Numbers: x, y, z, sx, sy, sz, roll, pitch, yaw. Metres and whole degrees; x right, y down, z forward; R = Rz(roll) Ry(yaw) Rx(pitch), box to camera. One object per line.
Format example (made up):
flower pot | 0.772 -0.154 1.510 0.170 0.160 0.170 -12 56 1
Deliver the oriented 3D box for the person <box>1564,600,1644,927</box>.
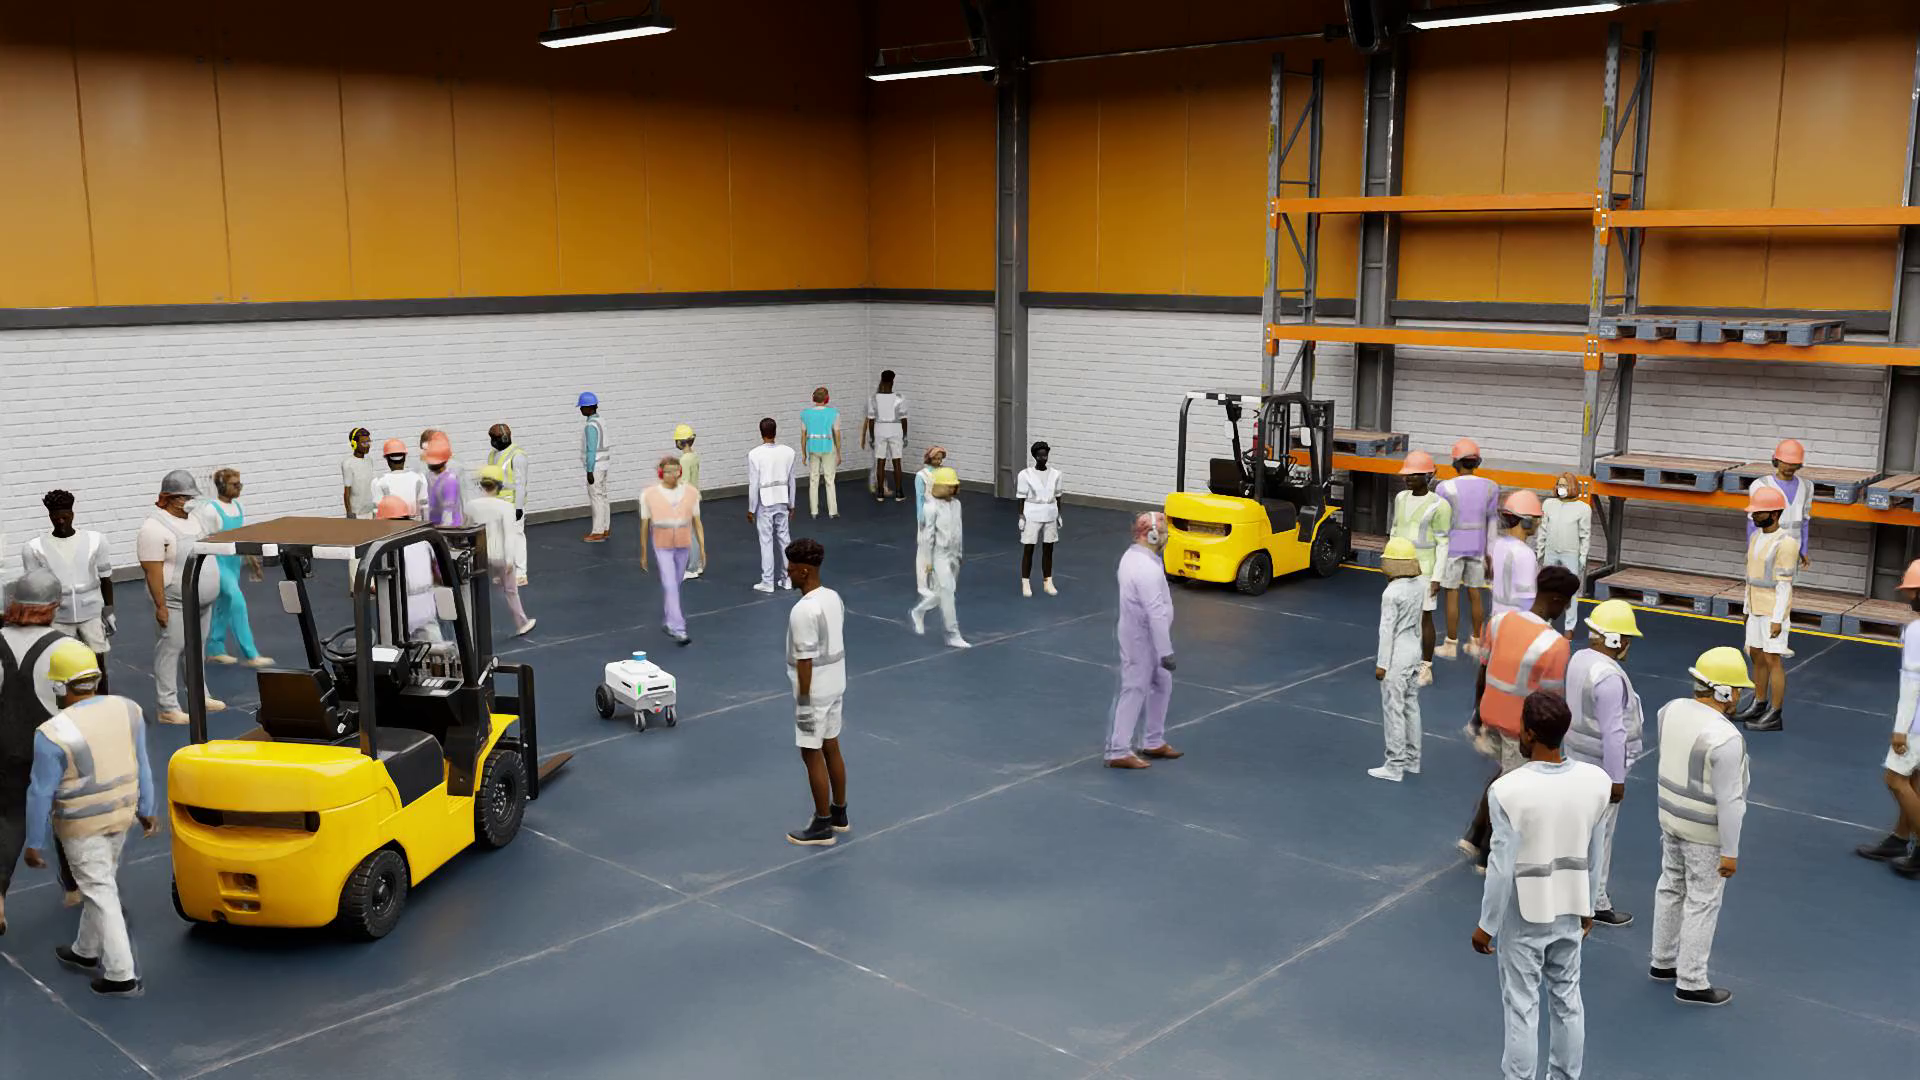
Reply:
person | 3.598 1.234 9.322 0.404 1.828 0.587 0 10 0

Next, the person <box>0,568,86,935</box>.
person | -5.148 1.144 9.232 0.685 2.000 0.886 -1 10 -8

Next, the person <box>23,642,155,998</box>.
person | -4.477 1.406 8.418 0.800 1.800 0.627 3 11 19

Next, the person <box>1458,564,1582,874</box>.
person | 3.368 1.077 9.936 0.520 1.925 0.672 -4 11 -20

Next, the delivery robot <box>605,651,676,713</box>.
delivery robot | -2.548 1.133 13.253 0.477 0.478 0.707 -7 12 -34

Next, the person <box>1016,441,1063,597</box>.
person | 0.870 -0.231 18.035 0.541 1.696 0.315 -4 11 -20

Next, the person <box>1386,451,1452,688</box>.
person | 3.912 0.248 14.319 0.381 2.045 0.605 -6 12 -31

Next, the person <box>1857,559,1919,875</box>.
person | 5.762 1.073 9.974 0.639 1.916 0.605 -7 12 -35

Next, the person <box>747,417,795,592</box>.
person | -2.064 -0.386 18.301 0.597 1.914 0.370 -8 13 -38

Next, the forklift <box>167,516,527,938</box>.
forklift | -3.583 0.976 9.748 1.214 2.155 2.313 2 10 11

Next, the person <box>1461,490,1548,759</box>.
person | 4.069 0.644 12.136 0.682 2.026 0.677 1 10 3

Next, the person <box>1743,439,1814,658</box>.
person | 7.530 0.083 15.271 0.611 2.040 0.393 -1 10 -7

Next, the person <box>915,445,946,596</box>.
person | -0.297 -0.218 18.128 0.310 1.639 0.514 7 12 36

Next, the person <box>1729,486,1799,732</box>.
person | 6.289 0.537 13.027 0.392 1.930 0.539 -1 10 -5

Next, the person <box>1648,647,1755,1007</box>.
person | 3.702 1.420 8.300 0.403 1.819 0.601 -2 10 -9

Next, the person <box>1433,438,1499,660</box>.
person | 4.607 0.082 15.277 0.614 2.038 0.396 -2 10 -10

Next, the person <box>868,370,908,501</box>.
person | -1.069 -1.558 24.823 0.600 1.967 0.369 1 10 6

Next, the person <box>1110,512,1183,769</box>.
person | 1.411 0.734 12.015 0.725 1.884 0.651 0 10 0

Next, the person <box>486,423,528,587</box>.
person | -5.072 -0.396 18.613 0.638 1.830 0.429 9 13 42

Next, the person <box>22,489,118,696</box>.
person | -6.815 0.569 12.765 0.608 1.956 0.391 -7 12 -33

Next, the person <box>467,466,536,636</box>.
person | -4.433 0.154 15.835 0.544 1.711 0.942 3 10 14

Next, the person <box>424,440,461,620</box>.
person | -5.213 -0.091 16.714 0.535 1.875 0.628 -9 13 -42

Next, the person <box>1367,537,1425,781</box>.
person | 3.116 0.838 11.853 0.334 1.733 0.480 9 13 41

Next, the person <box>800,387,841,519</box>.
person | -1.934 -1.200 23.127 0.564 1.847 0.396 2 10 9

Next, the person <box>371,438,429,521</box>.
person | -5.464 -0.034 16.265 0.546 1.926 0.388 -7 12 -33

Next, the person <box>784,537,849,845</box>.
person | -0.925 0.950 10.584 0.390 1.956 0.611 3 10 15

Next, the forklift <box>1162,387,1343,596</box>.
forklift | 3.298 -0.608 18.767 1.214 2.155 2.313 9 13 42

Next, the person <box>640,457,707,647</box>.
person | -2.715 0.100 15.861 0.588 1.790 0.955 -6 11 -29

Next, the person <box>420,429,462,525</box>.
person | -6.323 -0.560 20.235 0.510 1.603 0.838 6 11 29

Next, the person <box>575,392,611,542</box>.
person | -4.710 -0.941 21.399 0.417 1.939 0.605 0 10 0

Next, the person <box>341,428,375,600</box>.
person | -6.420 -0.284 17.883 0.322 1.862 0.508 2 10 13

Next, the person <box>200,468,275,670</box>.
person | -6.471 0.264 14.902 0.861 1.806 0.559 2 10 9

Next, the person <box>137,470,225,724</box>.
person | -6.180 0.432 13.285 0.536 2.000 0.684 2 10 10

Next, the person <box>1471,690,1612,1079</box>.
person | 2.472 1.581 7.084 0.588 1.922 0.390 -4 11 -19

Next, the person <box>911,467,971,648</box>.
person | -0.195 0.142 15.859 0.741 1.721 0.491 8 13 37

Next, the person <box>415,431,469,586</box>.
person | -5.779 -0.345 18.574 0.580 1.731 0.415 -2 10 -14

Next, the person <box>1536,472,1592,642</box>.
person | 5.797 0.156 16.011 0.499 1.634 0.279 9 13 40

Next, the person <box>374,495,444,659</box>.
person | -4.266 0.587 12.894 1.007 1.881 0.546 5 11 27

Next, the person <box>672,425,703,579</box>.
person | -3.122 -0.434 19.002 0.311 1.766 0.533 1 10 6

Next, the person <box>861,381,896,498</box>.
person | -1.224 -1.555 25.371 0.534 1.783 0.914 -6 11 -29
